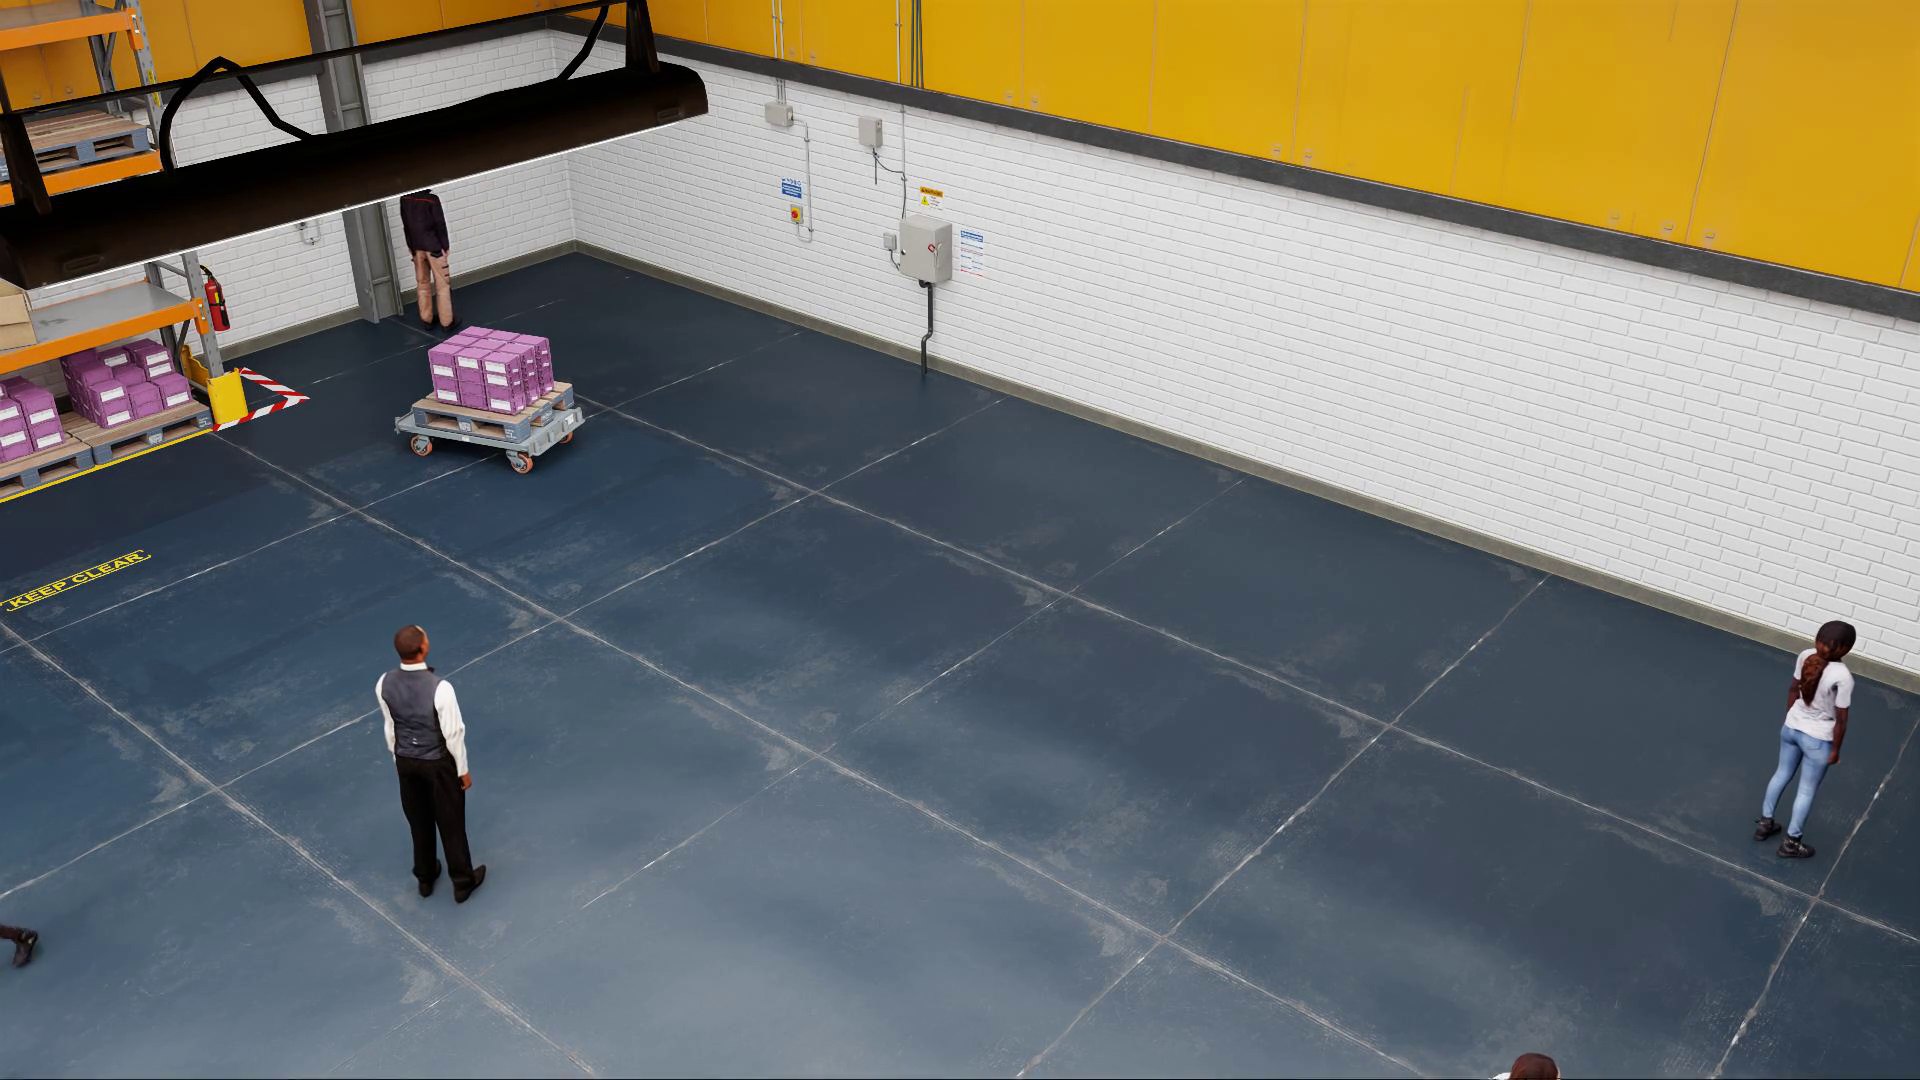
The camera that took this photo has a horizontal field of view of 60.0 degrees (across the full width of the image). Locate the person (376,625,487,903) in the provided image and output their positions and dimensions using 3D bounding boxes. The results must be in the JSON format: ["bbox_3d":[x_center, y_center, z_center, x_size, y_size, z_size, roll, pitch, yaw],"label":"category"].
[{"bbox_3d":[-3.308,1.393,10.328,0.772,1.913,0.764,5,29,10],"label":"person"}]

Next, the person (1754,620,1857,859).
[{"bbox_3d":[5.490,1.269,10.759,0.681,1.719,0.668,-10,30,-17],"label":"person"}]

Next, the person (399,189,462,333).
[{"bbox_3d":[-6.079,-3.328,18.972,0.778,1.924,0.781,4,29,8],"label":"person"}]

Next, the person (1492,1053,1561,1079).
[{"bbox_3d":[2.426,2.992,7.638,0.791,1.682,0.730,-2,29,-4],"label":"person"}]
